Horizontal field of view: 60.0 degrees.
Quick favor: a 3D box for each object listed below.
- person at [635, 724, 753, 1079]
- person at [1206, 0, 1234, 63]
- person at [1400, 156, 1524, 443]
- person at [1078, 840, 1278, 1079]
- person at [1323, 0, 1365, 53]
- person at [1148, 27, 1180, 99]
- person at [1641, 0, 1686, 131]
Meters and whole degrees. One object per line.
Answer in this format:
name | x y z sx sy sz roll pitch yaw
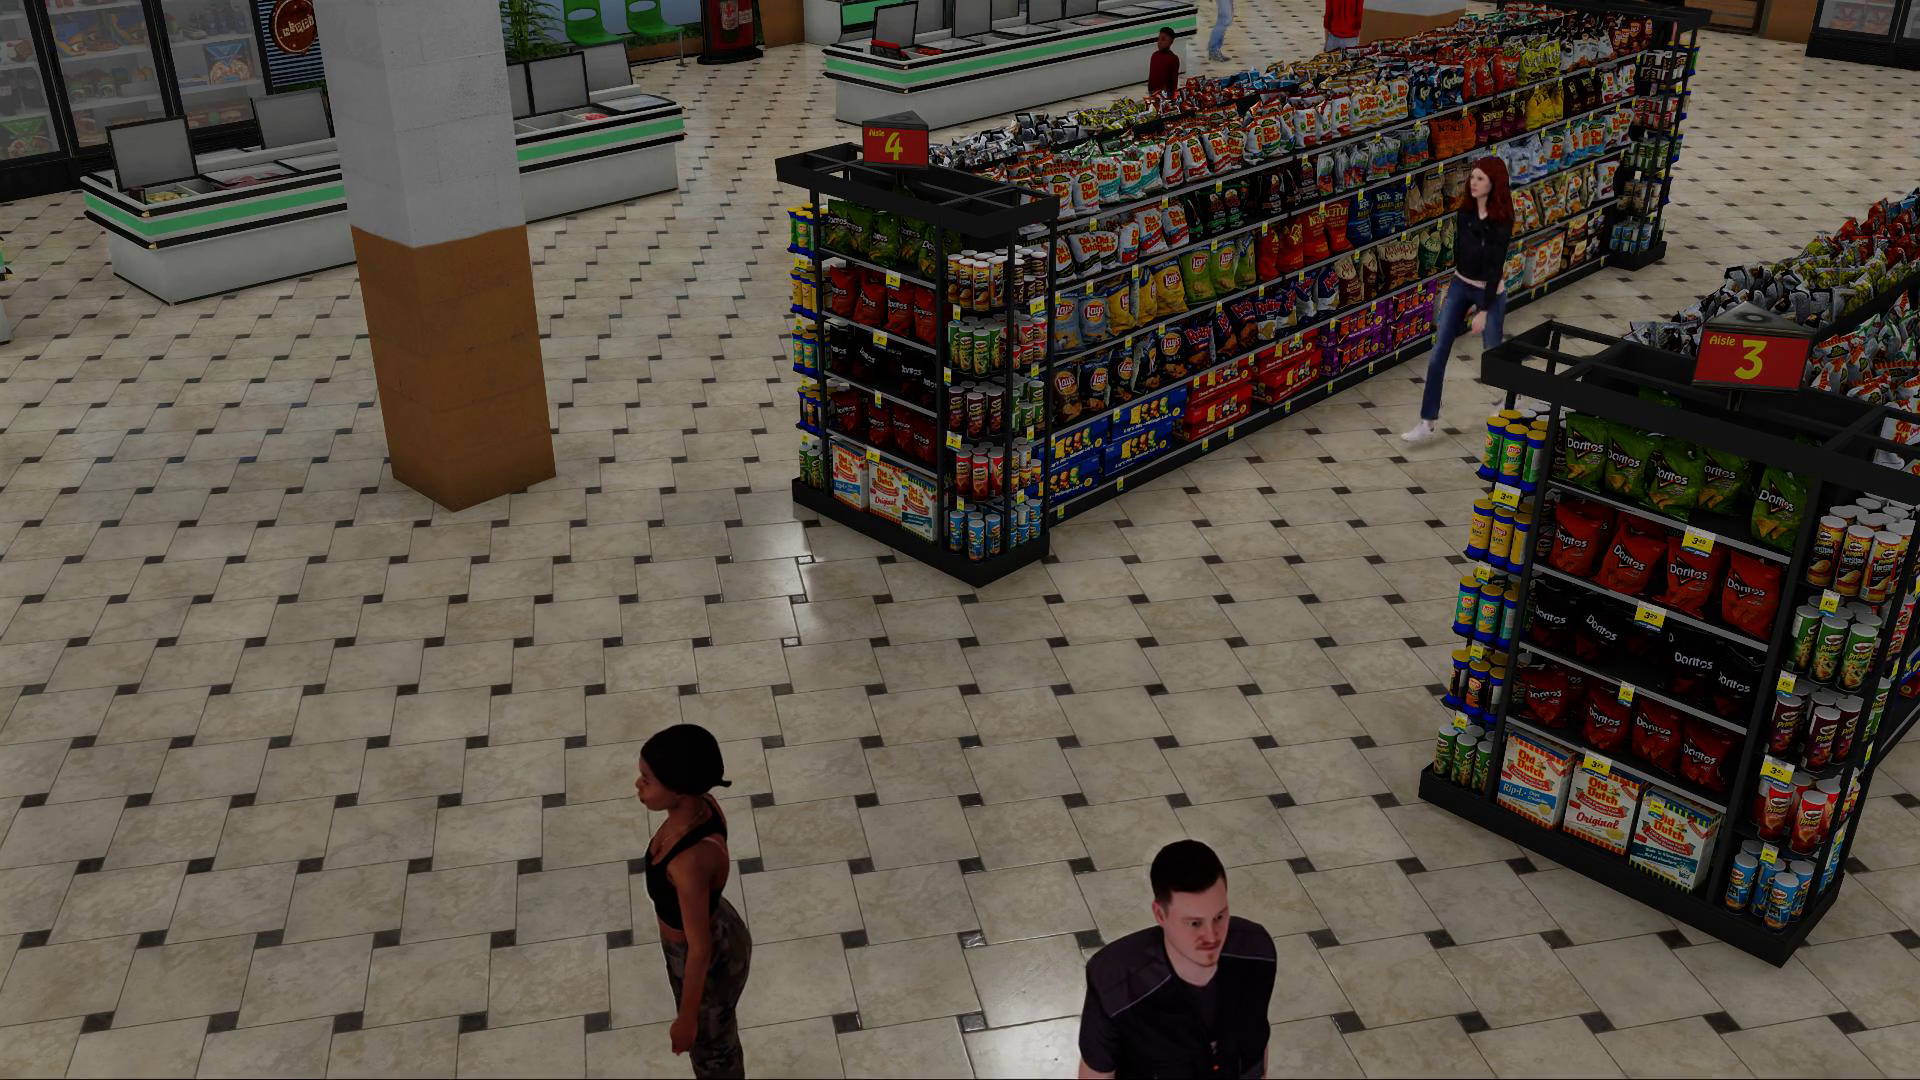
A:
person | -0.754 1.259 4.881 0.702 1.703 0.664 -4 27 -8
person | 3.239 -6.972 20.953 0.768 1.845 0.595 20 33 34
person | 3.226 -1.443 10.163 1.244 1.744 0.721 -18 32 -32
person | 0.532 1.526 4.196 0.664 1.845 0.856 -12 29 -23
person | 4.128 -5.369 17.949 0.667 1.704 0.598 14 30 26
person | 2.053 -4.549 16.828 0.488 1.255 0.479 23 35 38
person | 7.149 -4.964 17.025 1.213 1.817 0.797 -18 32 -32
